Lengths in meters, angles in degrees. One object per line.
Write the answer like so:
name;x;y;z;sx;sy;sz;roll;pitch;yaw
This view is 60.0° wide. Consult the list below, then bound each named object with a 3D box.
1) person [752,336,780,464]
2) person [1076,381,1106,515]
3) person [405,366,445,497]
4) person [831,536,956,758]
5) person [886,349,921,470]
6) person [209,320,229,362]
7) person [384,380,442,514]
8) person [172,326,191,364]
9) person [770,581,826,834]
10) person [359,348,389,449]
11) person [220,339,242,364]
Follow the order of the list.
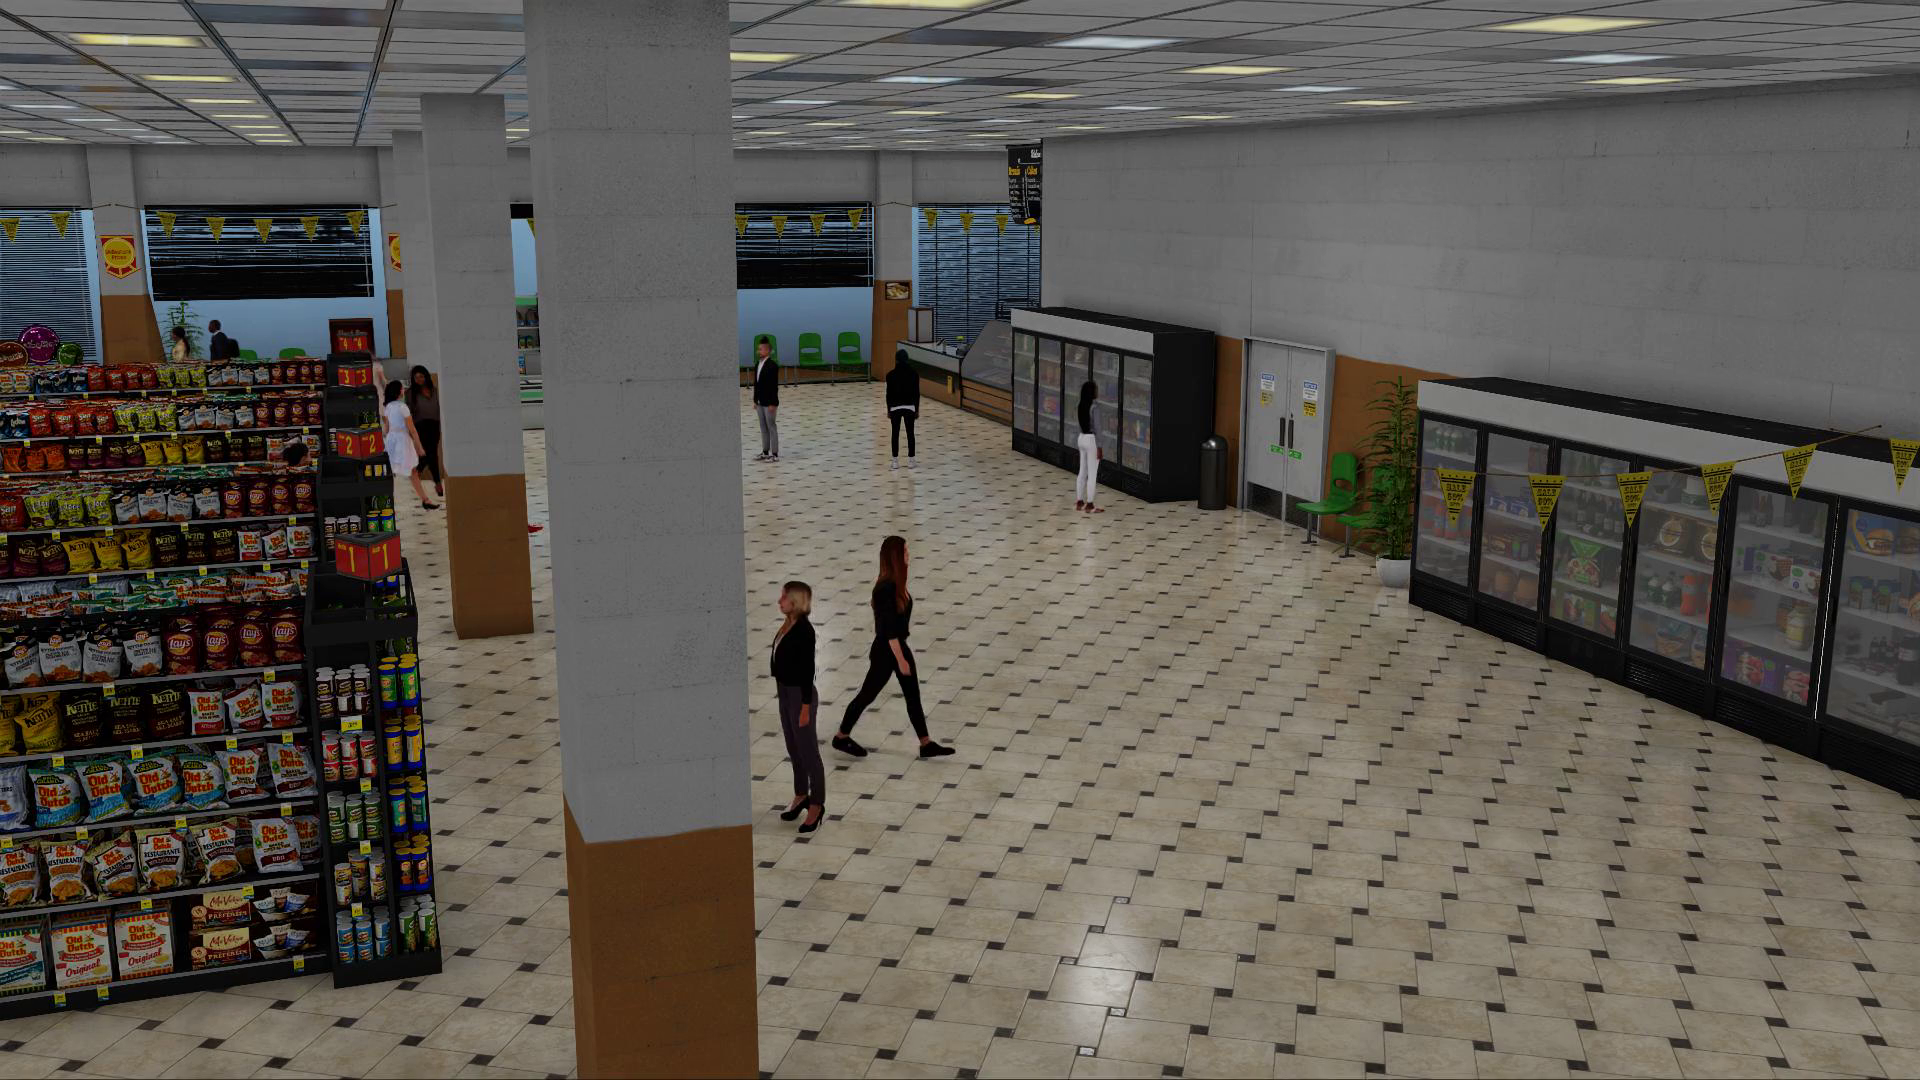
person;-3.001;-2.197;25.883;0.731;1.959;0.781;-10;15;-39
person;1.700;-1.227;21.850;0.536;1.723;0.624;-6;13;-27
person;-7.402;-1.485;22.917;1.159;1.788;1.069;-12;17;-44
person;-0.614;0.829;12.214;1.225;1.670;1.031;3;12;13
person;-0.873;-2.001;25.295;0.633;1.818;0.801;0;12;-2
person;-13.707;-3.173;30.845;0.590;1.824;0.705;-3;12;-16
person;-7.178;-1.075;21.072;1.037;1.746;1.315;10;15;38
person;-13.815;-2.930;29.808;0.691;1.777;0.624;-3;12;-15
person;-1.047;1.088;10.983;0.552;1.670;0.617;-6;13;-27
person;-9.337;-2.242;26.721;0.747;1.703;0.917;-1;12;-4
person;-12.267;-2.524;28.081;0.538;1.694;0.682;-5;13;-24
